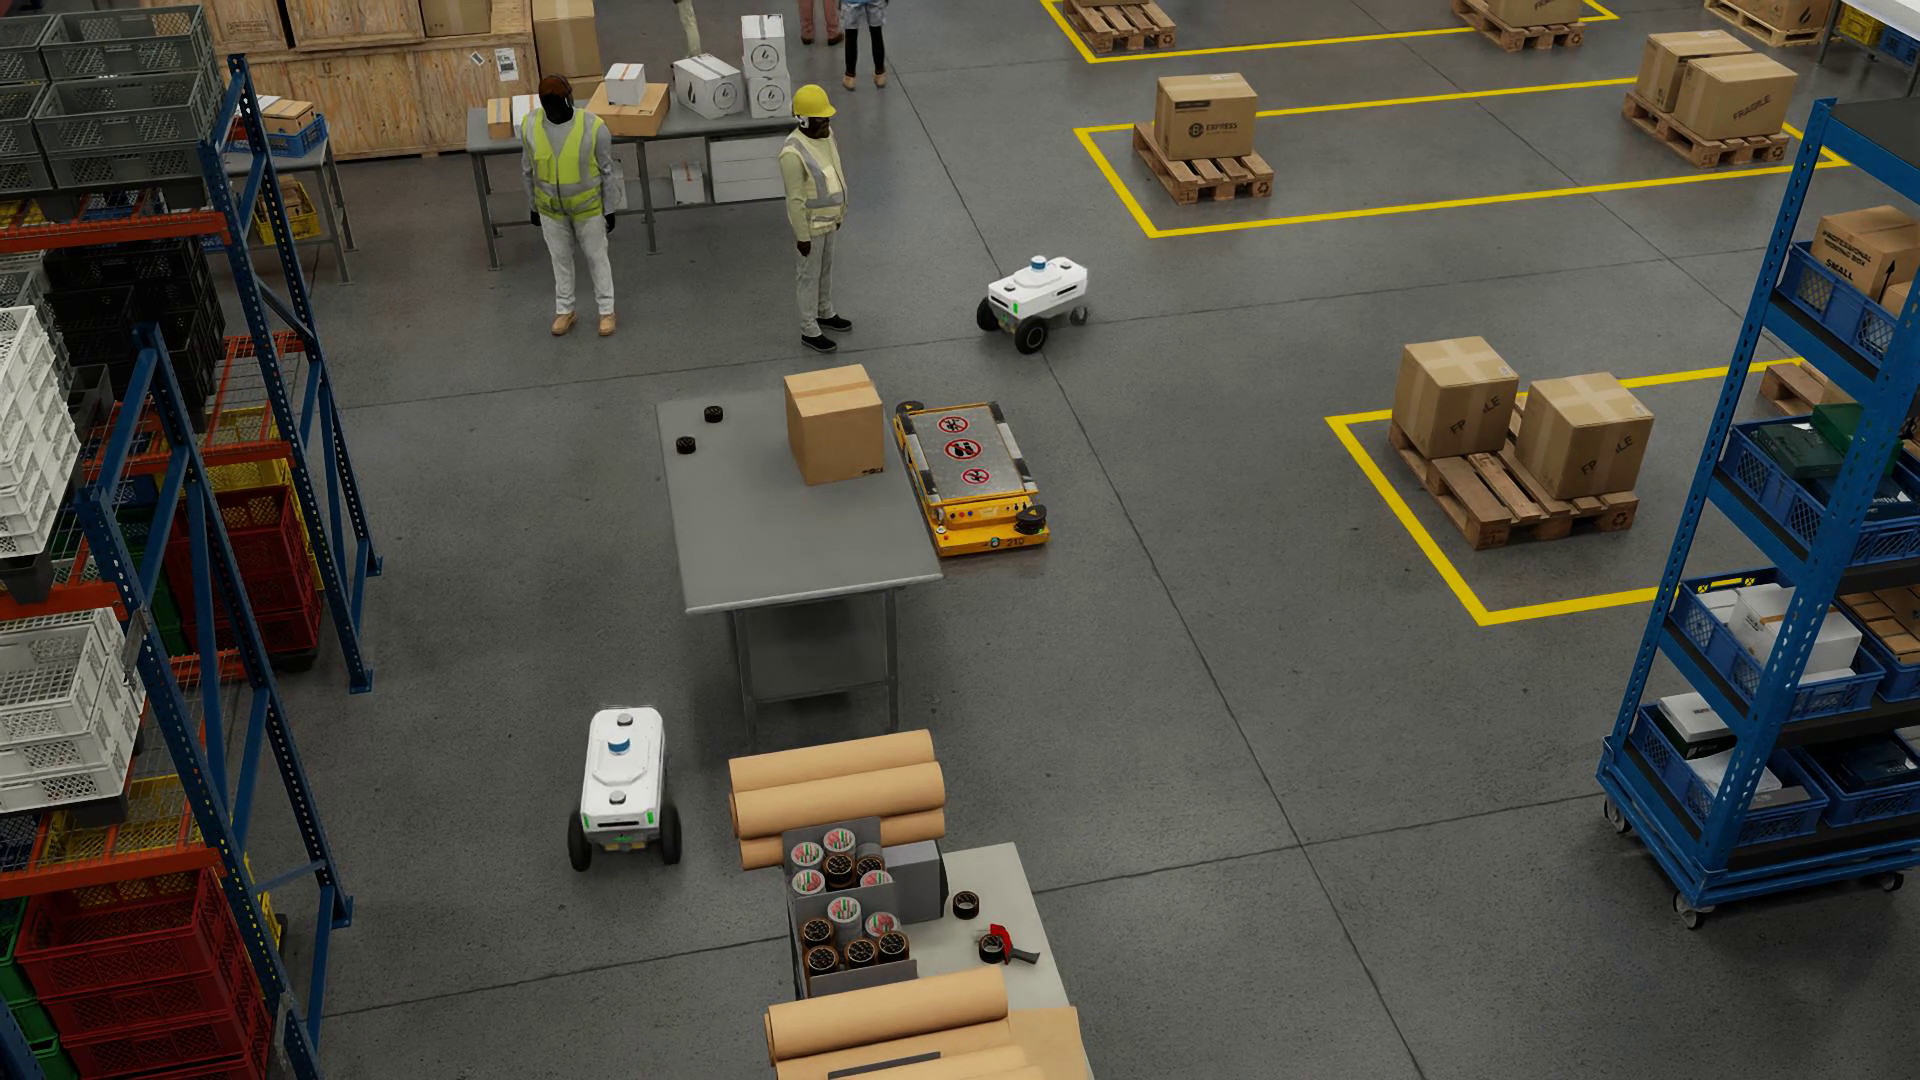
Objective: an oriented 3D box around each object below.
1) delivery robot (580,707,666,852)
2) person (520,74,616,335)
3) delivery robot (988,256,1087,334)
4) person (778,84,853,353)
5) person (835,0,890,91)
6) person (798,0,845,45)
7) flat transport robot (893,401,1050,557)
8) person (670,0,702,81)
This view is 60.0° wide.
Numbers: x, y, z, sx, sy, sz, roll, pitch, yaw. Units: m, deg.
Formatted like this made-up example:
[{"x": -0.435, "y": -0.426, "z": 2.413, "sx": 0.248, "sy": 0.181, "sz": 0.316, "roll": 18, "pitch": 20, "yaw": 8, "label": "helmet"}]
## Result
[{"x": -1.566, "y": 1.090, "z": 7.754, "sx": 0.477, "sy": 0.478, "sz": 0.707, "roll": -3, "pitch": 37, "yaw": -4, "label": "delivery robot"}, {"x": -2.629, "y": -2.250, "z": 11.247, "sx": 0.620, "sy": 1.845, "sz": 0.429, "roll": 2, "pitch": 37, "yaw": 3, "label": "person"}, {"x": 0.542, "y": -1.735, "z": 11.550, "sx": 0.707, "sy": 0.478, "sz": 0.477, "roll": -26, "pitch": 44, "yaw": -30, "label": "delivery robot"}, {"x": -0.951, "y": -2.159, "z": 11.133, "sx": 0.404, "sy": 1.833, "sz": 0.590, "roll": 11, "pitch": 38, "yaw": 15, "label": "person"}, {"x": -0.874, "y": -4.890, "z": 14.923, "sx": 0.536, "sy": 1.689, "sz": 0.319, "roll": -10, "pitch": 38, "yaw": -13, "label": "person"}, {"x": -1.374, "y": -5.671, "z": 15.794, "sx": 0.648, "sy": 1.908, "sz": 0.405, "roll": 1, "pitch": 37, "yaw": 1, "label": "person"}, {"x": 0.046, "y": -0.430, "z": 10.108, "sx": 0.652, "sy": 0.197, "sz": 1.431, "roll": -8, "pitch": 37, "yaw": -10, "label": "flat transport robot"}, {"x": -2.552, "y": -5.107, "z": 15.073, "sx": 0.327, "sy": 1.862, "sz": 0.517, "roll": -5, "pitch": 37, "yaw": -7, "label": "person"}]
